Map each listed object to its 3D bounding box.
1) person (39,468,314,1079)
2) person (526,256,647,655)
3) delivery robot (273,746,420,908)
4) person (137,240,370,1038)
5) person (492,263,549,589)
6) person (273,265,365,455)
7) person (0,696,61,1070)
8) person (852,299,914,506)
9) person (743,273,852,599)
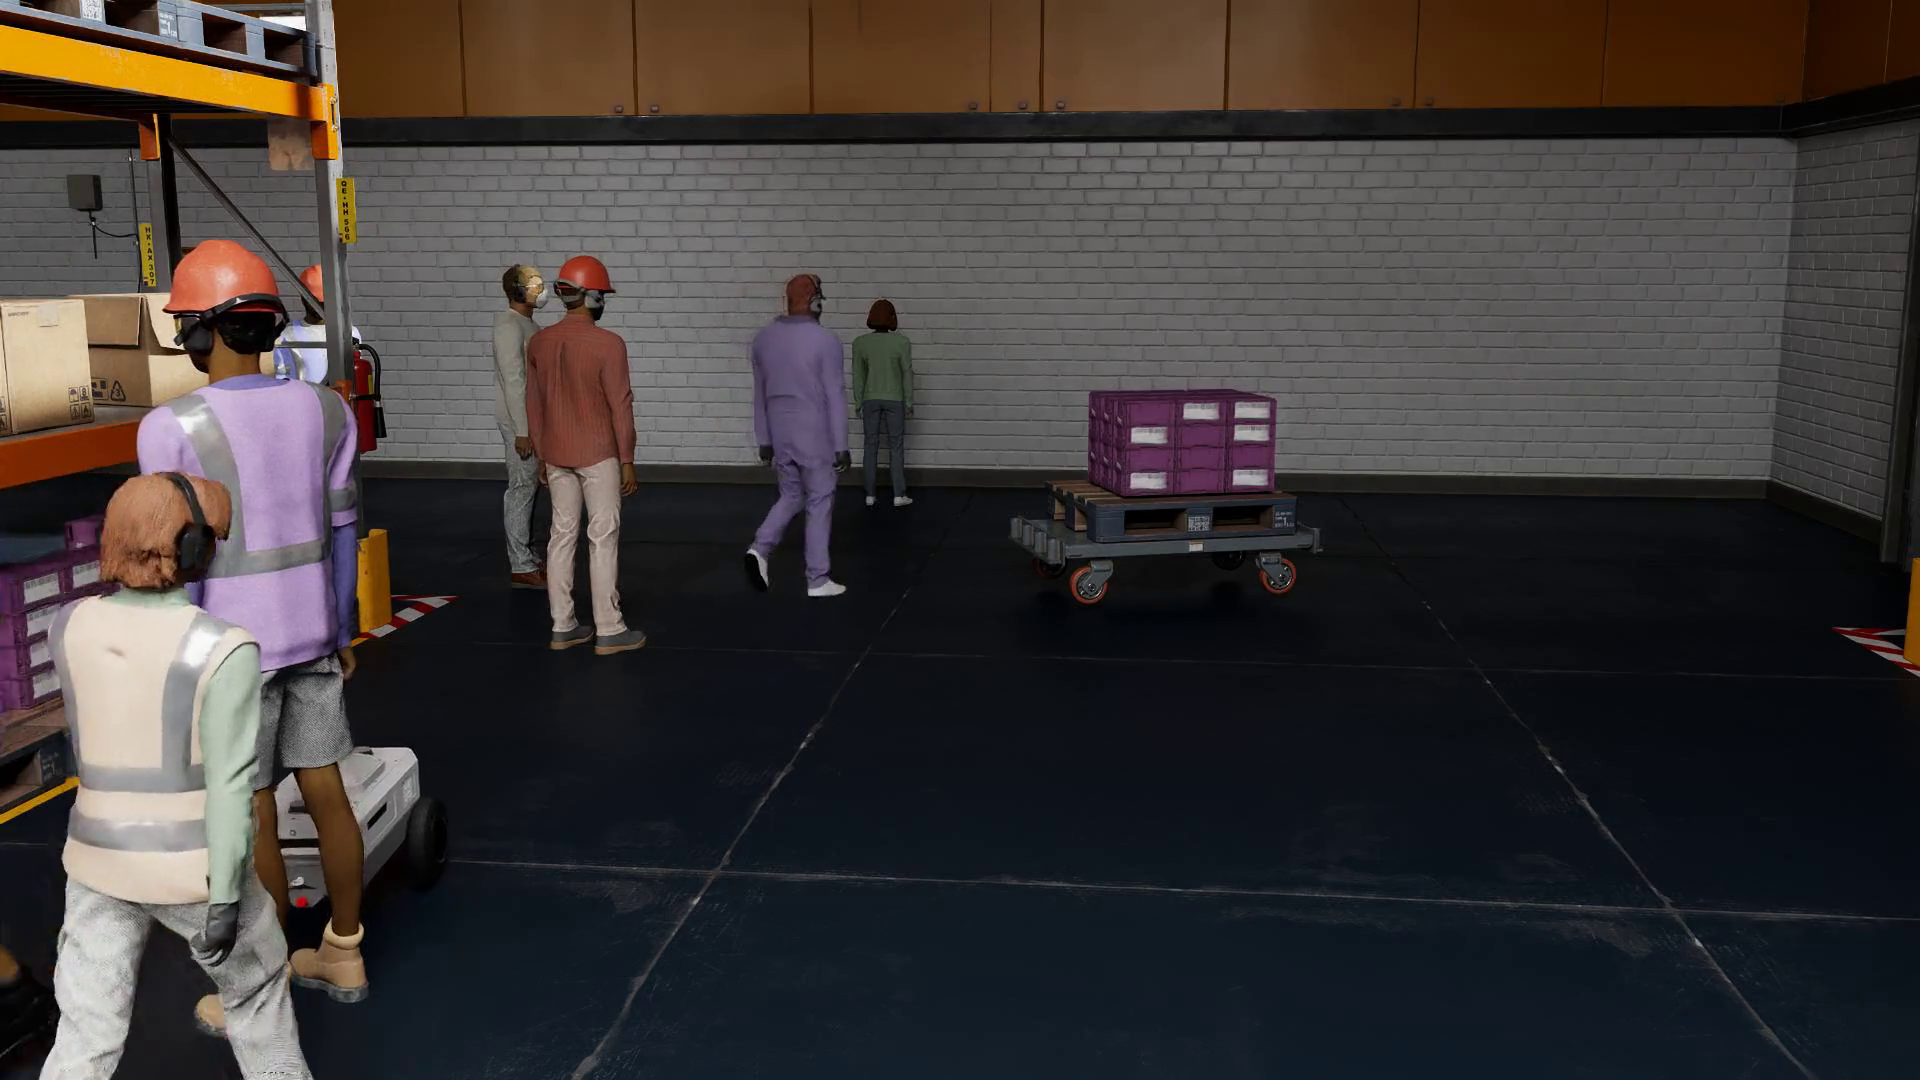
[{"bbox_3d":[-1.608,0.664,3.296,0.520,1.595,0.847,3,10,14],"label":"person"},{"bbox_3d":[-1.878,-0.424,8.377,0.623,1.989,0.400,5,11,26],"label":"person"},{"bbox_3d":[-1.899,0.828,5.053,0.477,0.478,0.707,0,10,-2],"label":"delivery robot"},{"bbox_3d":[-1.813,0.267,4.272,0.382,2.045,0.605,5,11,28],"label":"person"},{"bbox_3d":[-2.602,-0.681,10.003,0.372,1.940,0.629,-1,10,-7],"label":"person"},{"bbox_3d":[-3.879,-0.700,10.141,0.542,1.929,0.368,-8,13,-39],"label":"person"},{"bbox_3d":[-2.415,0.438,3.744,0.449,1.894,0.576,-5,11,-26],"label":"person"},{"bbox_3d":[-0.603,-1.079,13.150,0.498,1.634,0.278,2,10,13],"label":"person"},{"bbox_3d":[-0.935,-0.580,9.573,0.655,1.894,0.541,7,12,36],"label":"person"}]
